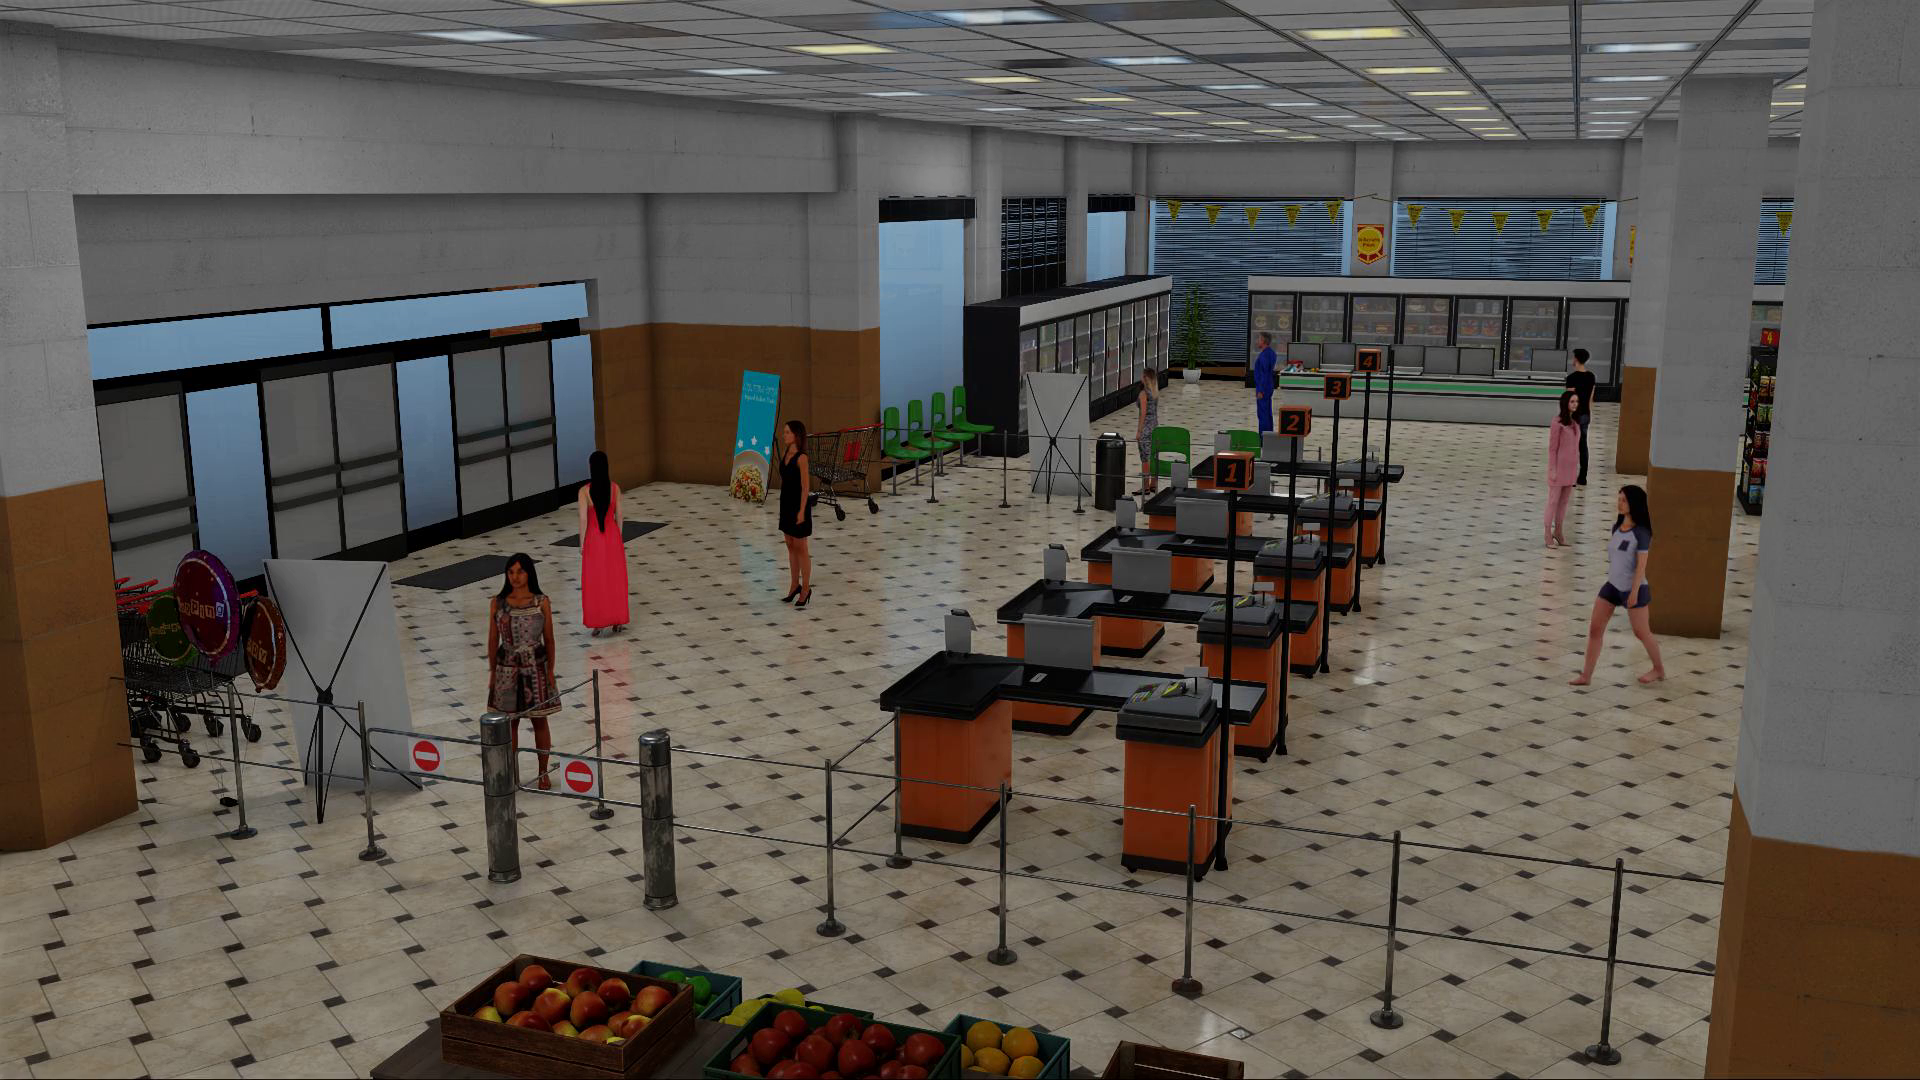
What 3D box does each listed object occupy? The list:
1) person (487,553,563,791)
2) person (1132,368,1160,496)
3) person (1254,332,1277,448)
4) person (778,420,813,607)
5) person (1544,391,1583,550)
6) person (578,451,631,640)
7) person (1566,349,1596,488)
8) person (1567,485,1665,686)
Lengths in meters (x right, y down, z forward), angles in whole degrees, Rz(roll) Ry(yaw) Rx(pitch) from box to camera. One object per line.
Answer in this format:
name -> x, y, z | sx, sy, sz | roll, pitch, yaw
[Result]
person -> -2.972, 0.890, 11.327 | 0.635, 1.645, 0.784 | -1, 12, -6
person -> 2.540, -1.468, 22.377 | 0.580, 1.706, 0.614 | 8, 15, 35
person -> 4.865, -2.406, 26.536 | 0.543, 1.827, 0.737 | 5, 13, 22
person -> -1.616, -0.265, 16.351 | 0.727, 1.835, 0.631 | -9, 15, -36
person -> 6.891, -0.815, 19.042 | 0.690, 1.802, 0.730 | -7, 14, -29
person -> -3.263, 0.036, 15.181 | 0.714, 1.727, 0.749 | -8, 14, -33
person -> 8.545, -1.698, 23.010 | 0.746, 1.895, 0.798 | -6, 13, -26
person -> 5.506, 0.413, 13.555 | 1.174, 1.661, 1.035 | -4, 12, -16
